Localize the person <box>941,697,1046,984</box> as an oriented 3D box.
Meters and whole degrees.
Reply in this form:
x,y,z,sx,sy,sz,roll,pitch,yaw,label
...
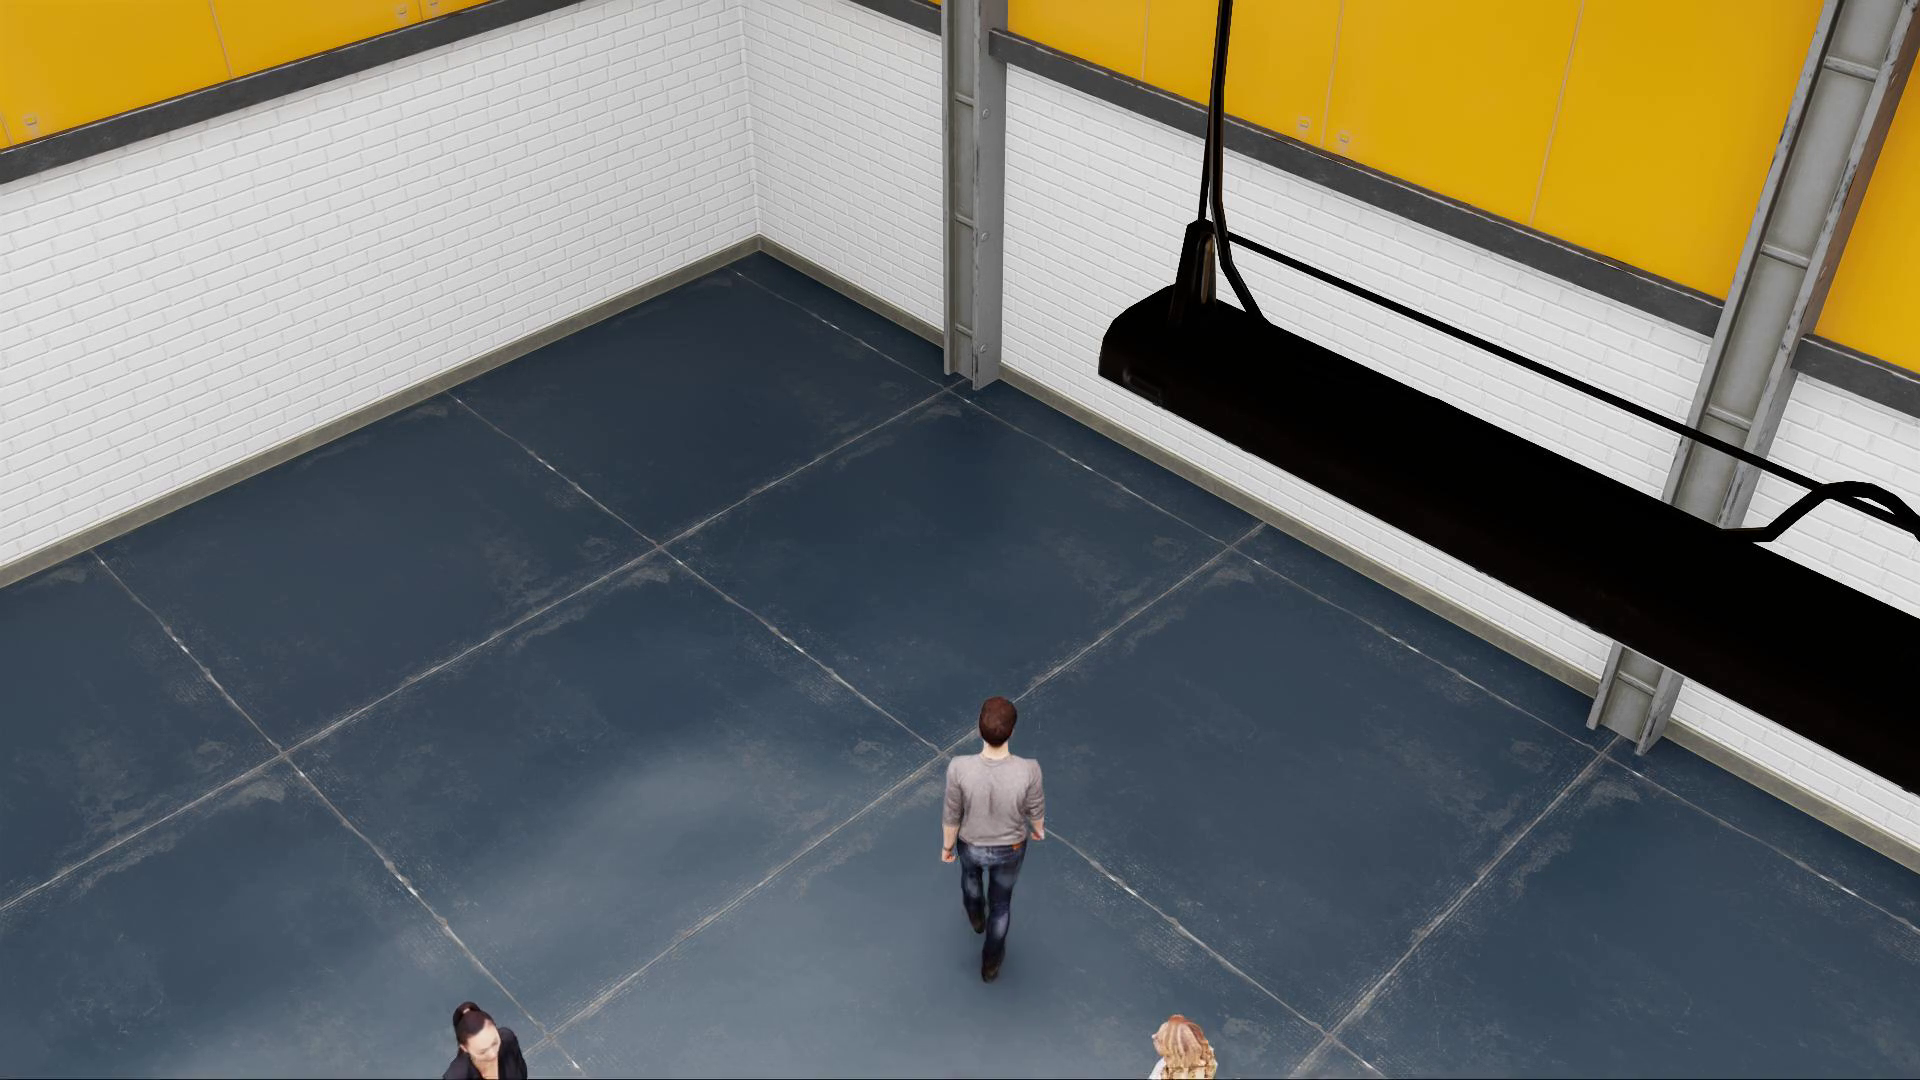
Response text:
x,y,z,sx,sy,sz,roll,pitch,yaw,label
0.164,1.674,8.812,0.976,1.881,1.027,3,39,4,person

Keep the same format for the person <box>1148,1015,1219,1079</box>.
x,y,z,sx,sy,sz,roll,pitch,yaw,label
1.065,2.786,7.565,1.102,1.699,0.891,15,41,18,person

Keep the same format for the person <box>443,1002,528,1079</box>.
x,y,z,sx,sy,sz,roll,pitch,yaw,label
-2.177,2.698,7.694,1.080,1.676,0.623,29,47,31,person
